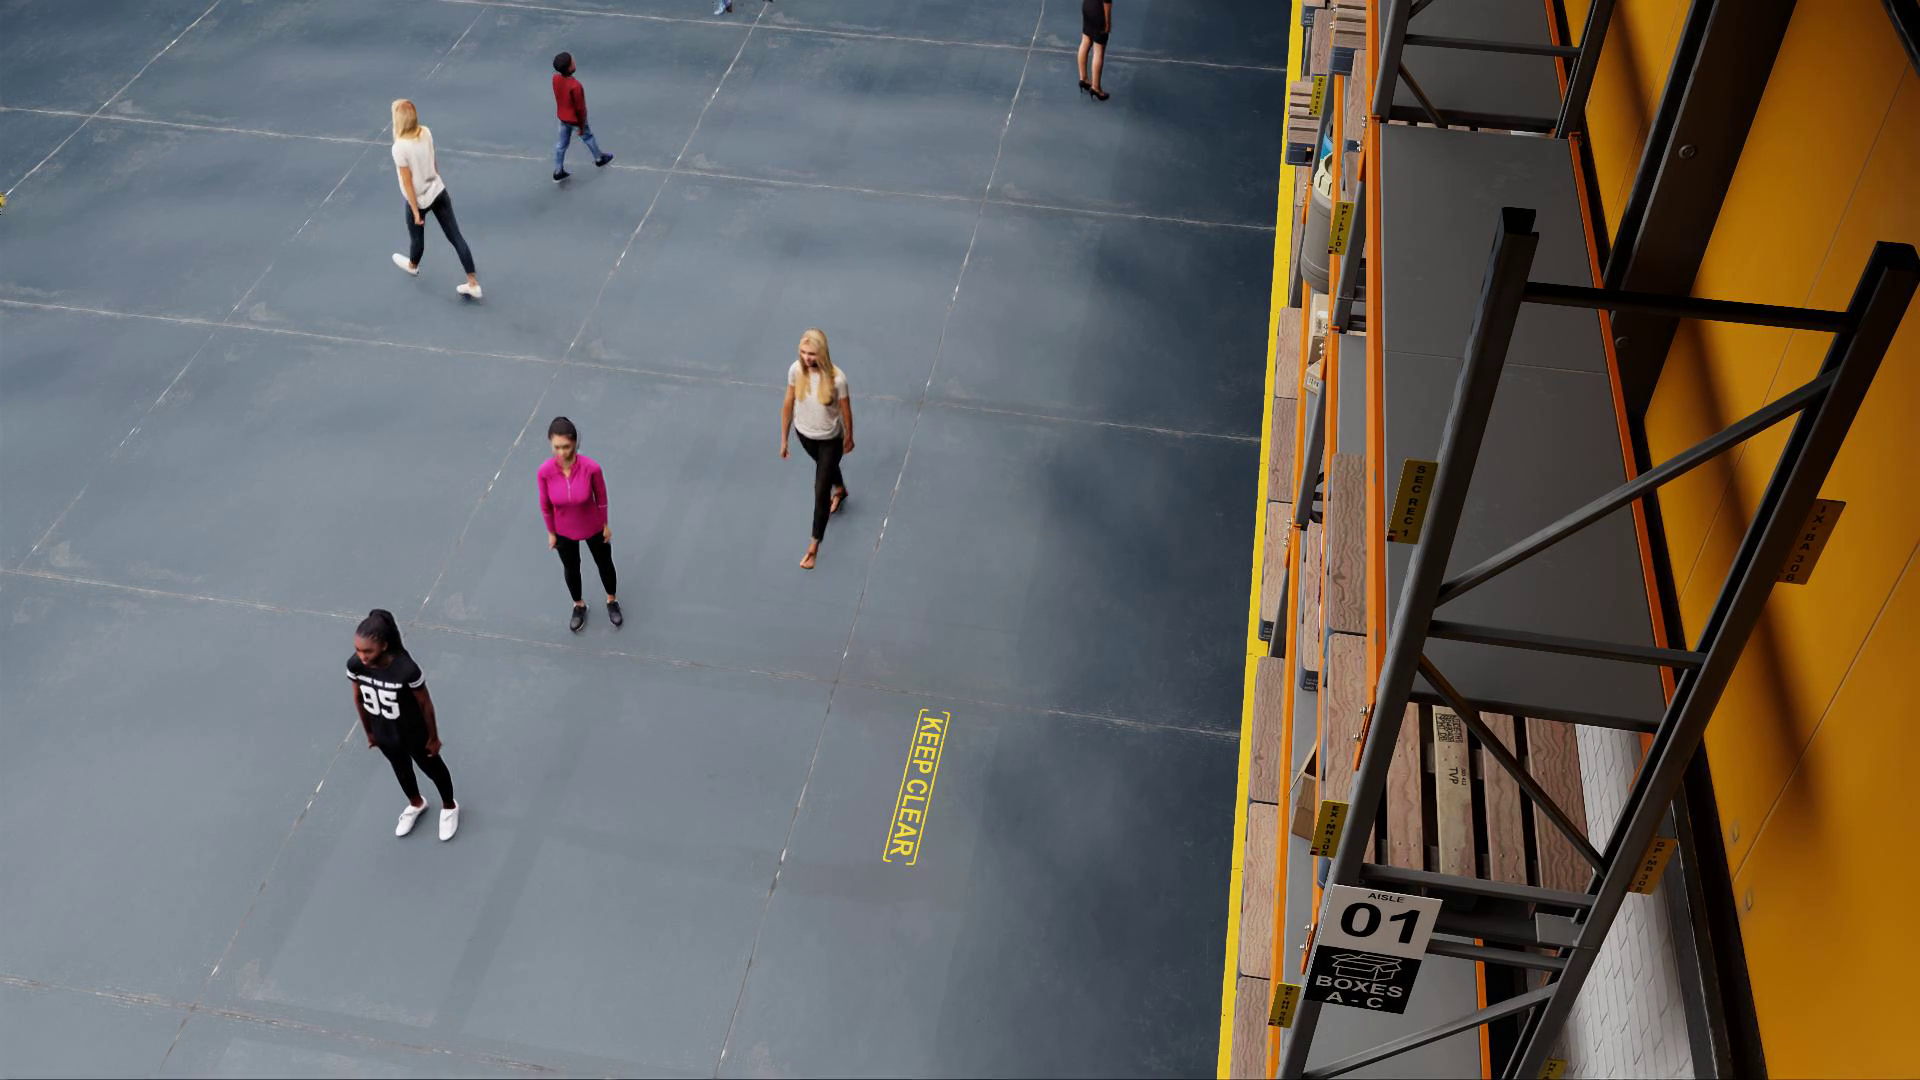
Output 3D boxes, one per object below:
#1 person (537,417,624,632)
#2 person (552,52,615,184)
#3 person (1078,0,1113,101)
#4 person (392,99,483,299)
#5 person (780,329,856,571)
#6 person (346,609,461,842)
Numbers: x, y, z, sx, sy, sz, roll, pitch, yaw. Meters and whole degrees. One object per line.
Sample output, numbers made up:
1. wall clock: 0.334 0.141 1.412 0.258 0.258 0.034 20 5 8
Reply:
1. person: -2.504 -0.099 10.945 0.659 1.699 0.676 -7 44 -7
2. person: -3.601 -3.838 15.206 0.714 1.224 0.949 23 48 22
3. person: 1.324 -5.115 16.220 0.670 1.676 0.590 -21 48 -21
4. person: -4.305 -2.755 13.679 0.996 1.764 1.189 24 49 23
5. person: -0.944 -0.769 11.584 0.750 1.778 1.233 14 45 14
6. person: -3.240 1.093 9.665 0.602 1.729 0.561 6 44 6
